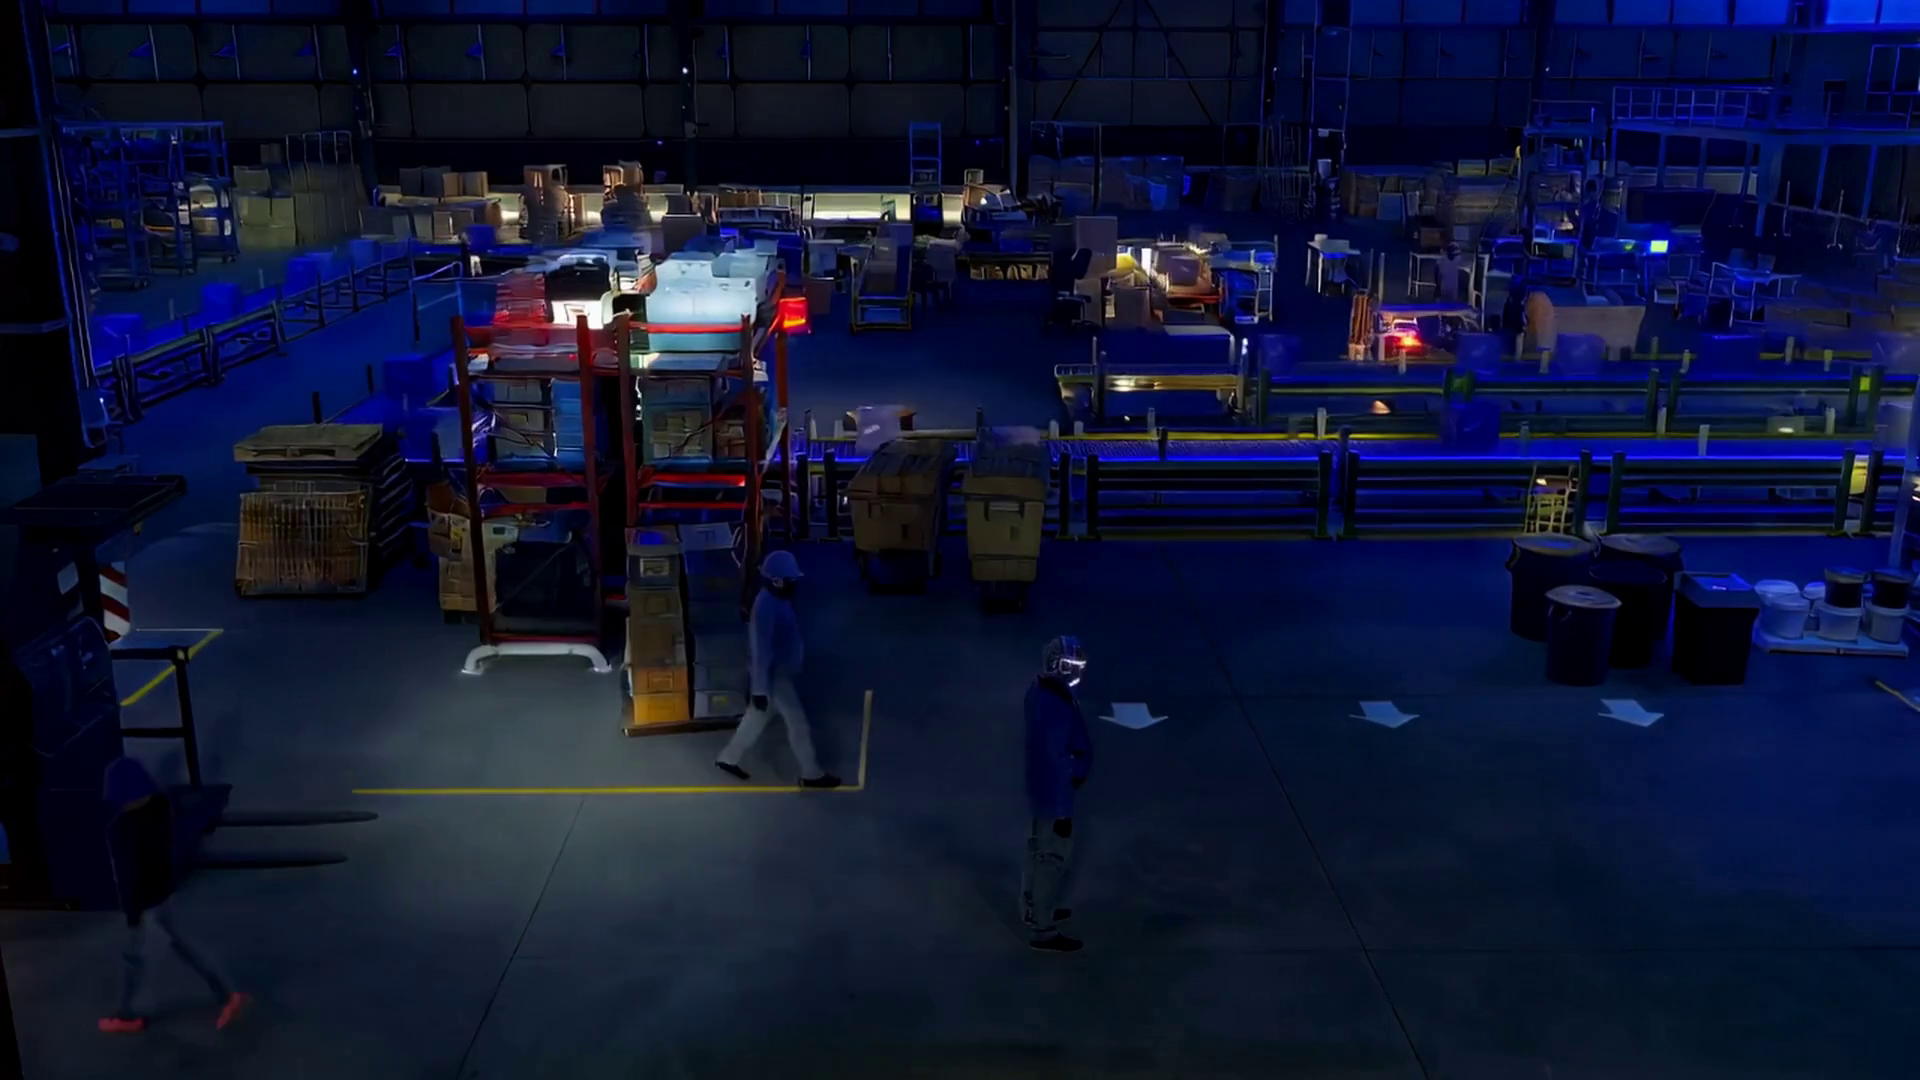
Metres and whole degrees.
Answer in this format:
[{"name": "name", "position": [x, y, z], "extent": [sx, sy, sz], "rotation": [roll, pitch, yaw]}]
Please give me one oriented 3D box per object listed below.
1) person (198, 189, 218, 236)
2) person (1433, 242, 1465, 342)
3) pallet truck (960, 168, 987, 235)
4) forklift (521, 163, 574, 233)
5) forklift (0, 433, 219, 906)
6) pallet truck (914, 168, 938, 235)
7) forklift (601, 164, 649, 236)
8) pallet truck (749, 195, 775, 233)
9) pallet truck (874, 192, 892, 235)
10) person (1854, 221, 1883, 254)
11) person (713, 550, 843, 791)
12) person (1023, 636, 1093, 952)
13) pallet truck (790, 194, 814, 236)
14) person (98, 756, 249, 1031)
[{"name": "person", "position": [-20.738, -8.916, 45.957], "extent": [0.679, 1.818, 0.409], "rotation": [8, 18, 25]}, {"name": "person", "position": [9.152, -4.682, 31.201], "extent": [0.514, 1.844, 0.874], "rotation": [-6, 17, -19]}, {"name": "pallet truck", "position": [0.383, -10.230, 50.206], "extent": [0.823, 1.965, 1.885], "rotation": [-1, 16, -3]}, {"name": "forklift", "position": [-12.233, -10.122, 49.298], "extent": [1.157, 1.987, 2.680], "rotation": [0, 16, -1]}, {"name": "forklift", "position": [-5.952, 0.780, 10.366], "extent": [1.873, 2.768, 1.129], "rotation": [0, 16, -1]}, {"name": "pallet truck", "position": [-0.989, -10.316, 50.507], "extent": [0.823, 1.965, 1.885], "rotation": [1, 16, 3]}, {"name": "forklift", "position": [-9.948, -10.127, 49.296], "extent": [1.157, 1.987, 2.680], "rotation": [-1, 16, -3]}, {"name": "pallet truck", "position": [-6.051, -9.967, 50.660], "extent": [0.680, 1.201, 1.601], "rotation": [0, 16, -1]}, {"name": "pallet truck", "position": [-2.277, -9.986, 50.594], "extent": [0.653, 1.274, 1.630], "rotation": [0, 16, -1]}, {"name": "person", "position": [19.705, -6.058, 36.144], "extent": [0.535, 1.749, 0.529], "rotation": [11, 19, 32]}, {"name": "person", "position": [-1.352, 0.928, 11.822], "extent": [0.932, 1.783, 0.600], "rotation": [0, 16, -2]}, {"name": "person", "position": [0.574, 1.466, 9.741], "extent": [0.394, 1.899, 0.641], "rotation": [-2, 16, -6]}, {"name": "pallet truck", "position": [-4.814, -9.883, 50.259], "extent": [0.704, 1.261, 1.522], "rotation": [-1, 16, -3]}, {"name": "person", "position": [-4.243, 1.888, 8.797], "extent": [0.804, 1.608, 0.502], "rotation": [3, 16, 10]}]
